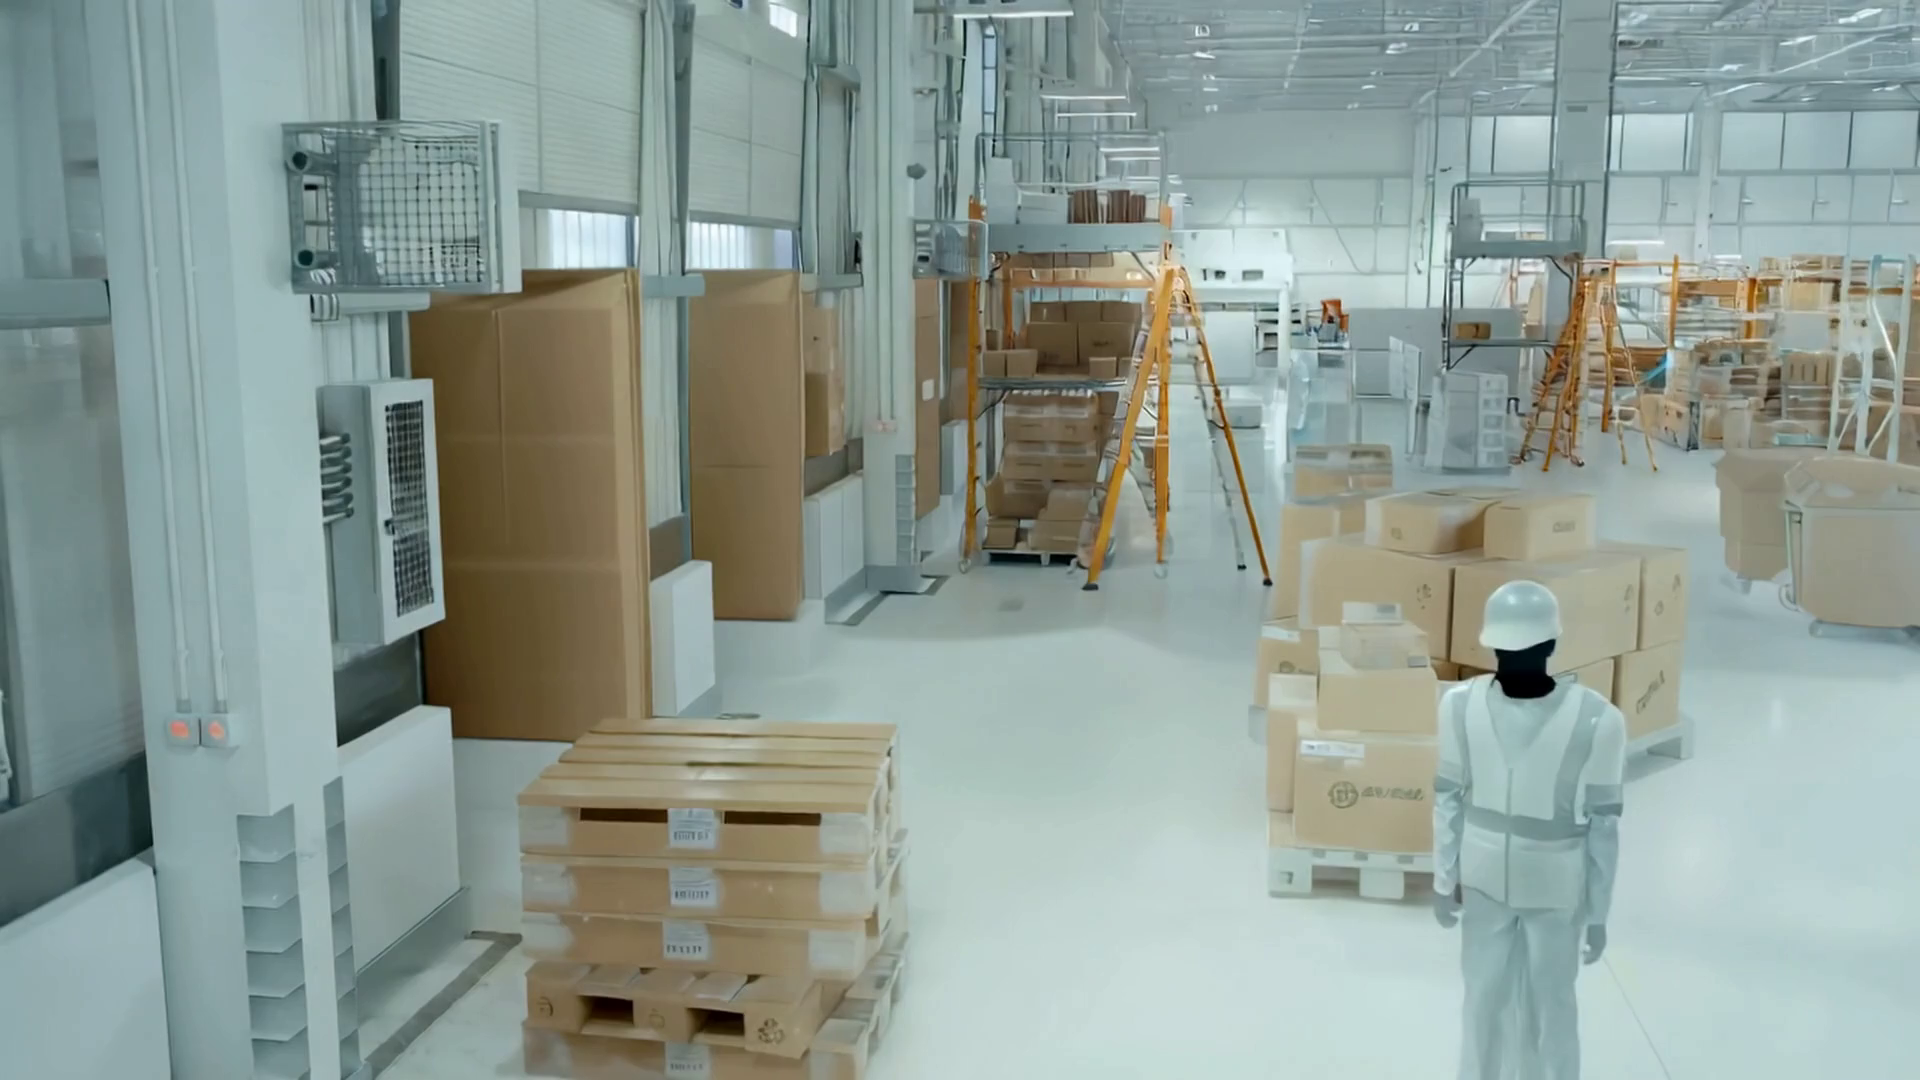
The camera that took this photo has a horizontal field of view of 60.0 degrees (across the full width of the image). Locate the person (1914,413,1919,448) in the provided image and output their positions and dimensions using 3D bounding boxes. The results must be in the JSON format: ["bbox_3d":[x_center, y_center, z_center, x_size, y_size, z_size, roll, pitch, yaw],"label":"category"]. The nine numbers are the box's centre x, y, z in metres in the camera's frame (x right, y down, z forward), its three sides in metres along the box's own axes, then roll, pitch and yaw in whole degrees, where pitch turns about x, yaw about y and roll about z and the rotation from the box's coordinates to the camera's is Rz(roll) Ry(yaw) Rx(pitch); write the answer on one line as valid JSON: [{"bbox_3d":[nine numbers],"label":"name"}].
[{"bbox_3d":[15.590,-2.333,26.681,0.321,1.736,0.485,9,13,44],"label":"person"}]

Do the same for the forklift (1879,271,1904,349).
[{"bbox_3d":[26.597,-6.291,47.564,1.873,2.768,1.129,4,10,23],"label":"forklift"}]

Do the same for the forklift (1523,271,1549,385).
[{"bbox_3d":[14.663,-5.273,41.289,1.129,2.768,1.873,3,10,16],"label":"forklift"}]

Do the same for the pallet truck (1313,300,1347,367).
[{"bbox_3d":[11.159,-6.200,49.718,0.823,1.965,1.885,4,10,26],"label":"pallet truck"}]

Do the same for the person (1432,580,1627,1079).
[{"bbox_3d":[1.732,1.065,5.167,0.585,1.919,0.397,7,12,37],"label":"person"}]

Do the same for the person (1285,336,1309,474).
[{"bbox_3d":[4.695,-1.898,23.374,0.362,1.938,0.545,-1,9,-7],"label":"person"}]
